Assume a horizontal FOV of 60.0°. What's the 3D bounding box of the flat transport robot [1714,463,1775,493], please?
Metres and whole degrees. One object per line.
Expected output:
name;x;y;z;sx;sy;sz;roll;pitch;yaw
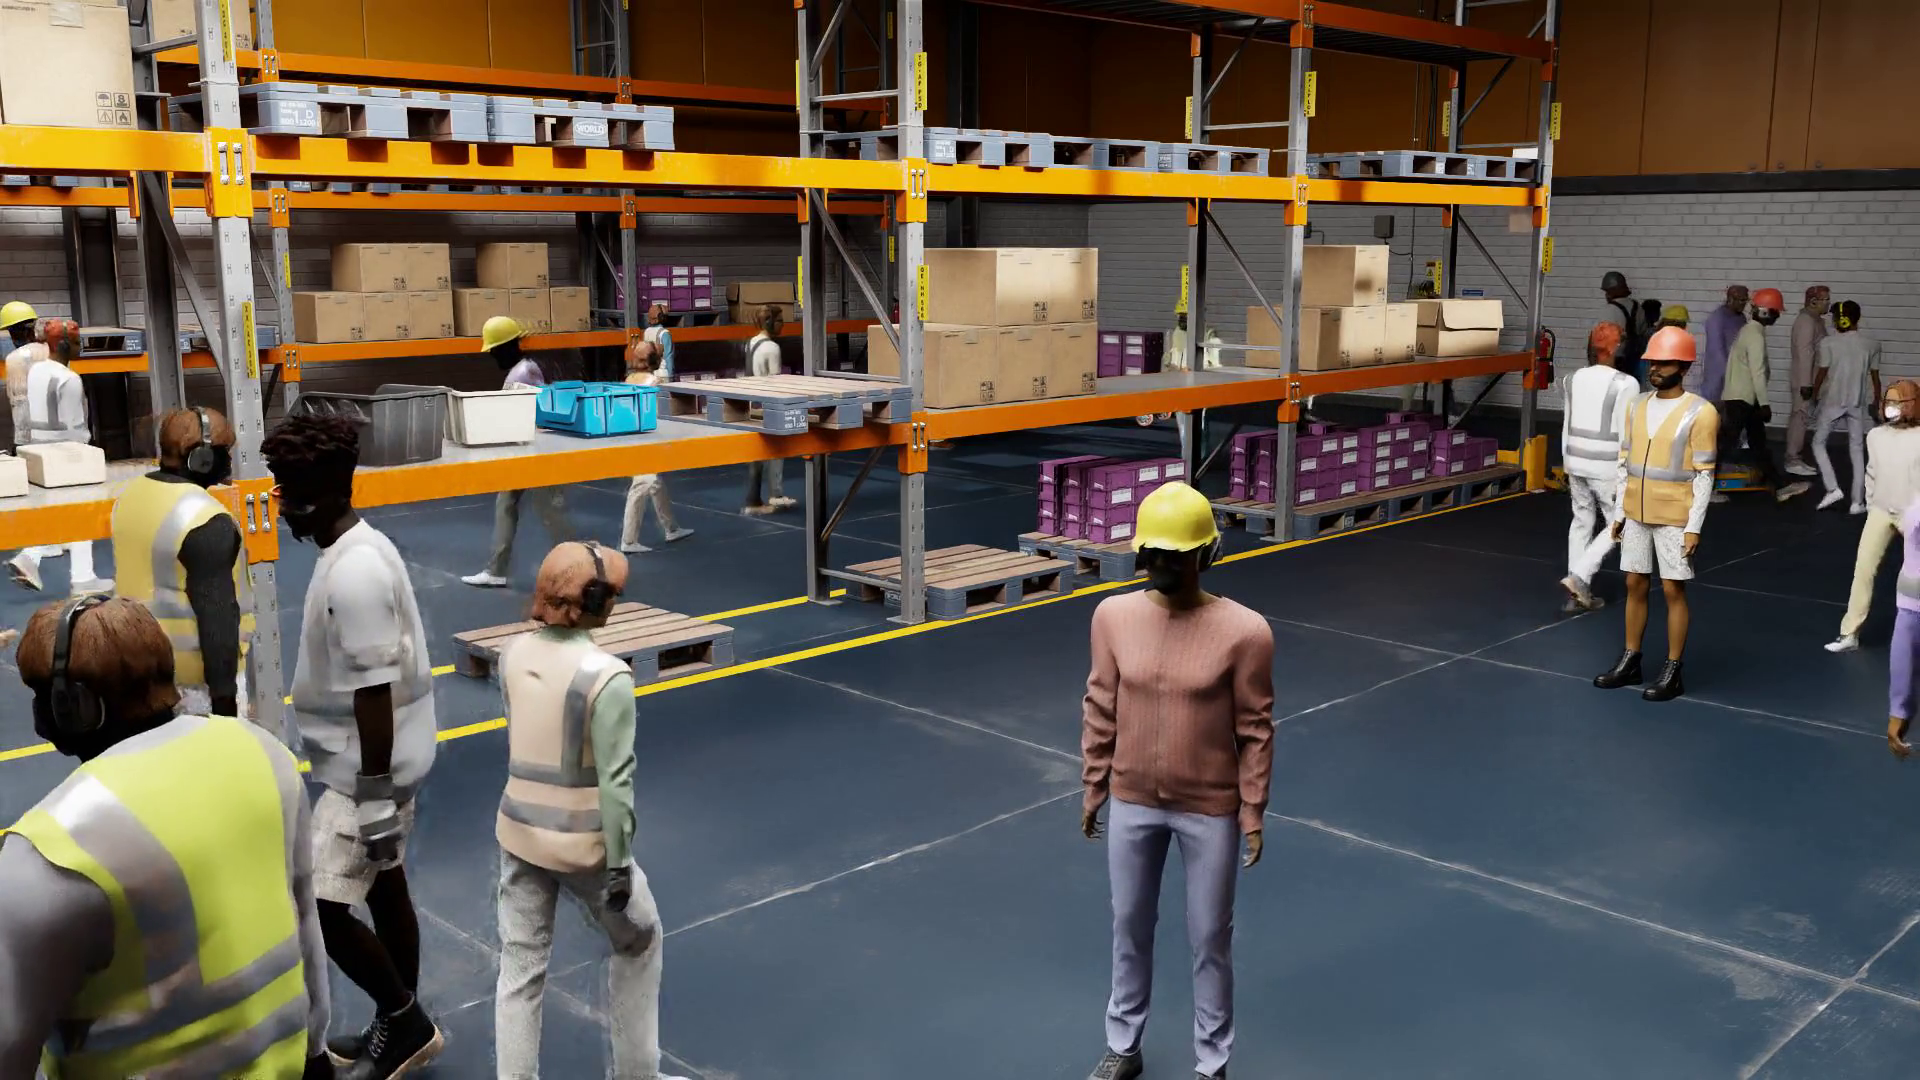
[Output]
flat transport robot;6.977;-0.578;15.627;1.431;0.197;0.652;-2;11;-8

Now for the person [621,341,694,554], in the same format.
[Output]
person;-2.301;-0.708;12.709;0.808;1.606;0.535;-8;13;-36

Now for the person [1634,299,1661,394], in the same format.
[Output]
person;7.883;-1.948;19.236;0.541;1.680;0.549;-9;14;-40

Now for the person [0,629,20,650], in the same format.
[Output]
person;-5.736;-0.132;9.031;0.919;1.792;0.654;-2;11;-11

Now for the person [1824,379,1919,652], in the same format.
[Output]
person;5.481;-0.143;9.646;0.847;1.592;0.510;-6;12;-28

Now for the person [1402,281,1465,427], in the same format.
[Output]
person;5.906;-2.305;20.785;0.564;1.825;0.962;-7;12;-32

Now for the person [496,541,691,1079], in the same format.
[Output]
person;-1.001;0.796;4.434;0.539;1.610;0.646;7;12;33

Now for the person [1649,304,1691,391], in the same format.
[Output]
person;6.997;-1.479;16.548;0.499;1.722;0.503;1;10;8

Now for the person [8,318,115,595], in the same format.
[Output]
person;-5.982;-0.531;11.009;0.596;1.869;0.538;7;13;34

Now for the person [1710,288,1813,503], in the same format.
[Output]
person;7.119;-1.266;14.823;0.998;1.937;0.621;4;11;23

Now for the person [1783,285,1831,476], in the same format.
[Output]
person;8.579;-1.611;16.798;0.403;1.904;0.651;5;12;27

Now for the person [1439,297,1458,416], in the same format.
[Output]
person;6.277;-2.332;21.502;0.380;1.607;0.570;7;12;32

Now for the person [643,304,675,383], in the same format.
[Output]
person;-3.369;-1.823;18.674;0.310;1.642;0.514;-9;14;-42

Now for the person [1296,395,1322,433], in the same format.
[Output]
person;3.715;-1.669;17.730;0.568;1.672;0.570;-1;10;-5

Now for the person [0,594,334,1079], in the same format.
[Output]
person;-1.471;0.983;2.947;0.987;1.786;0.656;2;11;11

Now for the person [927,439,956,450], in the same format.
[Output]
person;-0.304;-1.980;18.725;0.351;1.936;0.634;-7;12;-33

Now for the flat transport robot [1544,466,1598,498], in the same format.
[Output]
flat transport robot;5.994;-0.503;15.213;0.652;0.197;1.431;-2;11;-8

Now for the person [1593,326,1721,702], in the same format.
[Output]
person;3.632;-0.137;8.660;0.354;1.942;0.545;-6;12;-31

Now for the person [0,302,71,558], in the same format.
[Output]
person;-6.900;-0.813;12.420;0.391;1.916;0.586;0;10;2

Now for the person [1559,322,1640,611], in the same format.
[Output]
person;4.012;-0.441;10.536;0.472;1.871;0.583;-6;12;-30

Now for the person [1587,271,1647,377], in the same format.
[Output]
person;7.376;-2.039;18.762;0.697;2.000;0.643;-5;11;-24

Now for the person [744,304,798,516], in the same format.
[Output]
person;-1.597;-1.119;14.344;0.713;1.817;0.541;-6;12;-31

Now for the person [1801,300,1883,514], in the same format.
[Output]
person;7.656;-1.148;14.427;0.650;1.848;0.352;1;10;7

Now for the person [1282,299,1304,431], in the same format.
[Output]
person;3.872;-2.042;19.286;0.318;1.862;0.518;2;11;12

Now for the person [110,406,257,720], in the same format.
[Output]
person;-2.721;0.446;5.809;0.637;1.823;0.521;8;13;37

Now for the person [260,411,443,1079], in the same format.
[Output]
person;-1.645;0.610;4.566;0.402;1.943;0.722;-3;11;-18

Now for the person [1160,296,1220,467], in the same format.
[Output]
person;2.268;-1.528;16.586;0.630;1.813;0.485;8;13;37

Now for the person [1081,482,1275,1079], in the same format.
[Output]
person;0.571;0.715;4.502;0.533;1.765;0.330;5;11;25

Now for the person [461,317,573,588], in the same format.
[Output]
person;-3.010;-0.569;11.245;0.943;1.853;0.643;-2;11;-13

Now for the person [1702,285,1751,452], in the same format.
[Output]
person;8.544;-1.882;18.435;0.674;1.861;0.861;-6;12;-30

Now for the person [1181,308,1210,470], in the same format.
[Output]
person;2.388;-1.586;17.051;0.329;1.765;0.526;-4;11;-22

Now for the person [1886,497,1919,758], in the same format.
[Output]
person;3.125;0.494;4.988;0.629;2.025;0.596;7;12;32
